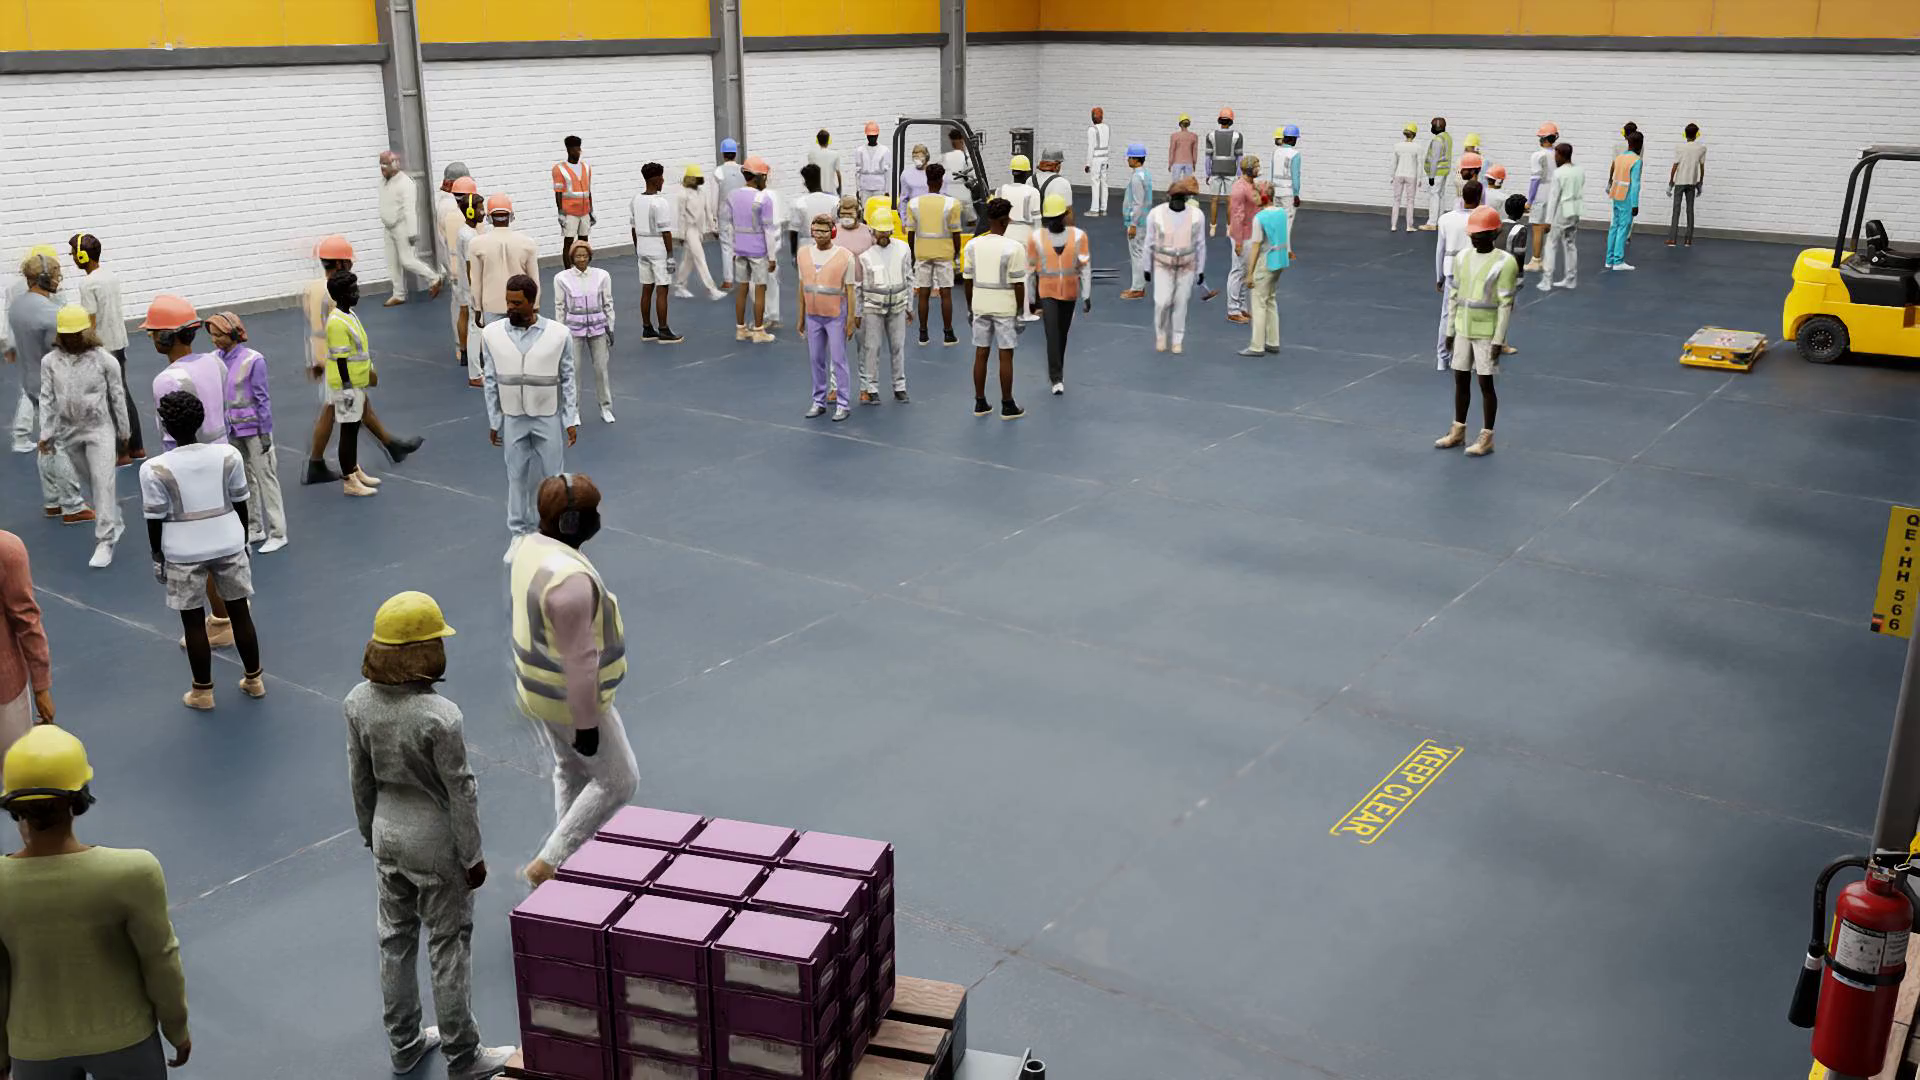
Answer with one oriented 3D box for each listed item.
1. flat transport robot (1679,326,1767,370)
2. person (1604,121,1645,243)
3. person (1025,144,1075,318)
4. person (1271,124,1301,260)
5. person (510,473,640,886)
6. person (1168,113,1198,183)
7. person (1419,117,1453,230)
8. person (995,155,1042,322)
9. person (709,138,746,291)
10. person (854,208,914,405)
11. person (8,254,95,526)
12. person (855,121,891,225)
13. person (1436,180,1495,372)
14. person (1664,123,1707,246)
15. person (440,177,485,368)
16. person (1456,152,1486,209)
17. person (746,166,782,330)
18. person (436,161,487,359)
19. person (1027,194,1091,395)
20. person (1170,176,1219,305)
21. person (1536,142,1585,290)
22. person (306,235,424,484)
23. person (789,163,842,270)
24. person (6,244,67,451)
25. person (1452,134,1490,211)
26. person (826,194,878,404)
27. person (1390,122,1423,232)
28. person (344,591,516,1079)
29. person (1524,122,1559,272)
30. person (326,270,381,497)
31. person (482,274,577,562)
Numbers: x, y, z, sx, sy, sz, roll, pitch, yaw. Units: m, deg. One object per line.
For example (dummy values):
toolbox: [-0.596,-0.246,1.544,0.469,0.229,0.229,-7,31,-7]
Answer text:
flat transport robot: [8.018,-2.021,17.438,0.652,0.197,1.431,11,21,30]
person: [10.376,-5.583,25.992,0.521,1.874,0.327,2,18,6]
person: [1.094,-3.633,19.619,0.689,2.000,0.539,15,23,39]
person: [4.762,-5.073,24.296,0.416,1.939,0.606,-8,20,-24]
person: [-1.541,0.619,6.661,0.442,1.827,0.649,-9,20,-25]
person: [3.985,-6.727,29.763,0.531,1.754,0.343,-3,18,-10]
person: [7.895,-6.064,27.565,0.429,1.837,0.624,11,21,32]
person: [0.686,-3.509,19.416,0.588,1.927,0.366,8,20,24]
person: [-2.954,-4.214,21.587,0.615,1.945,0.404,-8,20,-25]
person: [-0.707,-2.153,15.355,0.603,1.820,0.403,-7,19,-20]
person: [-6.385,-1.049,11.732,0.636,1.928,0.380,13,22,35]
person: [-1.319,-5.344,25.165,0.540,1.930,0.385,2,18,6]
person: [5.065,-2.645,16.727,0.591,1.919,0.392,12,21,33]
person: [11.190,-5.473,25.661,0.532,1.864,0.310,2,18,6]
person: [-4.992,-2.721,16.956,0.550,1.925,0.390,10,20,29]
person: [6.014,-3.611,19.735,0.388,1.930,0.544,6,19,18]
person: [-2.294,-3.334,18.956,0.509,1.868,0.594,3,18,10]
person: [-5.179,-2.936,17.440,0.535,2.000,0.688,-5,18,-14]
person: [0.938,-2.350,15.892,0.587,1.883,0.989,-2,18,-7]
person: [2.823,-3.700,20.573,0.869,1.582,0.501,-15,23,-38]
person: [7.875,-4.205,21.635,0.662,1.902,0.443,-11,21,-32]
person: [-4.722,-1.412,12.929,1.023,1.881,0.558,-13,22,-34]
person: [-1.558,-3.142,18.265,0.656,1.934,0.440,-5,18,-15]
person: [-7.682,-1.619,13.914,0.487,1.661,0.939,6,19,18]
person: [7.520,-5.084,24.579,0.915,1.788,0.607,-13,22,-36]
person: [-1.008,-2.216,15.362,0.628,1.935,0.373,2,18,6]
person: [7.330,-5.947,27.303,0.533,1.767,0.326,10,20,29]
person: [-1.796,1.007,5.595,0.493,1.738,0.321,8,19,24]
person: [8.104,-4.765,23.158,0.610,2.042,0.396,-9,20,-27]
person: [-4.577,-1.177,12.493,0.317,1.696,0.540,-4,18,-11]
person: [-2.819,-0.806,10.978,0.590,1.917,0.397,-1,18,-4]
